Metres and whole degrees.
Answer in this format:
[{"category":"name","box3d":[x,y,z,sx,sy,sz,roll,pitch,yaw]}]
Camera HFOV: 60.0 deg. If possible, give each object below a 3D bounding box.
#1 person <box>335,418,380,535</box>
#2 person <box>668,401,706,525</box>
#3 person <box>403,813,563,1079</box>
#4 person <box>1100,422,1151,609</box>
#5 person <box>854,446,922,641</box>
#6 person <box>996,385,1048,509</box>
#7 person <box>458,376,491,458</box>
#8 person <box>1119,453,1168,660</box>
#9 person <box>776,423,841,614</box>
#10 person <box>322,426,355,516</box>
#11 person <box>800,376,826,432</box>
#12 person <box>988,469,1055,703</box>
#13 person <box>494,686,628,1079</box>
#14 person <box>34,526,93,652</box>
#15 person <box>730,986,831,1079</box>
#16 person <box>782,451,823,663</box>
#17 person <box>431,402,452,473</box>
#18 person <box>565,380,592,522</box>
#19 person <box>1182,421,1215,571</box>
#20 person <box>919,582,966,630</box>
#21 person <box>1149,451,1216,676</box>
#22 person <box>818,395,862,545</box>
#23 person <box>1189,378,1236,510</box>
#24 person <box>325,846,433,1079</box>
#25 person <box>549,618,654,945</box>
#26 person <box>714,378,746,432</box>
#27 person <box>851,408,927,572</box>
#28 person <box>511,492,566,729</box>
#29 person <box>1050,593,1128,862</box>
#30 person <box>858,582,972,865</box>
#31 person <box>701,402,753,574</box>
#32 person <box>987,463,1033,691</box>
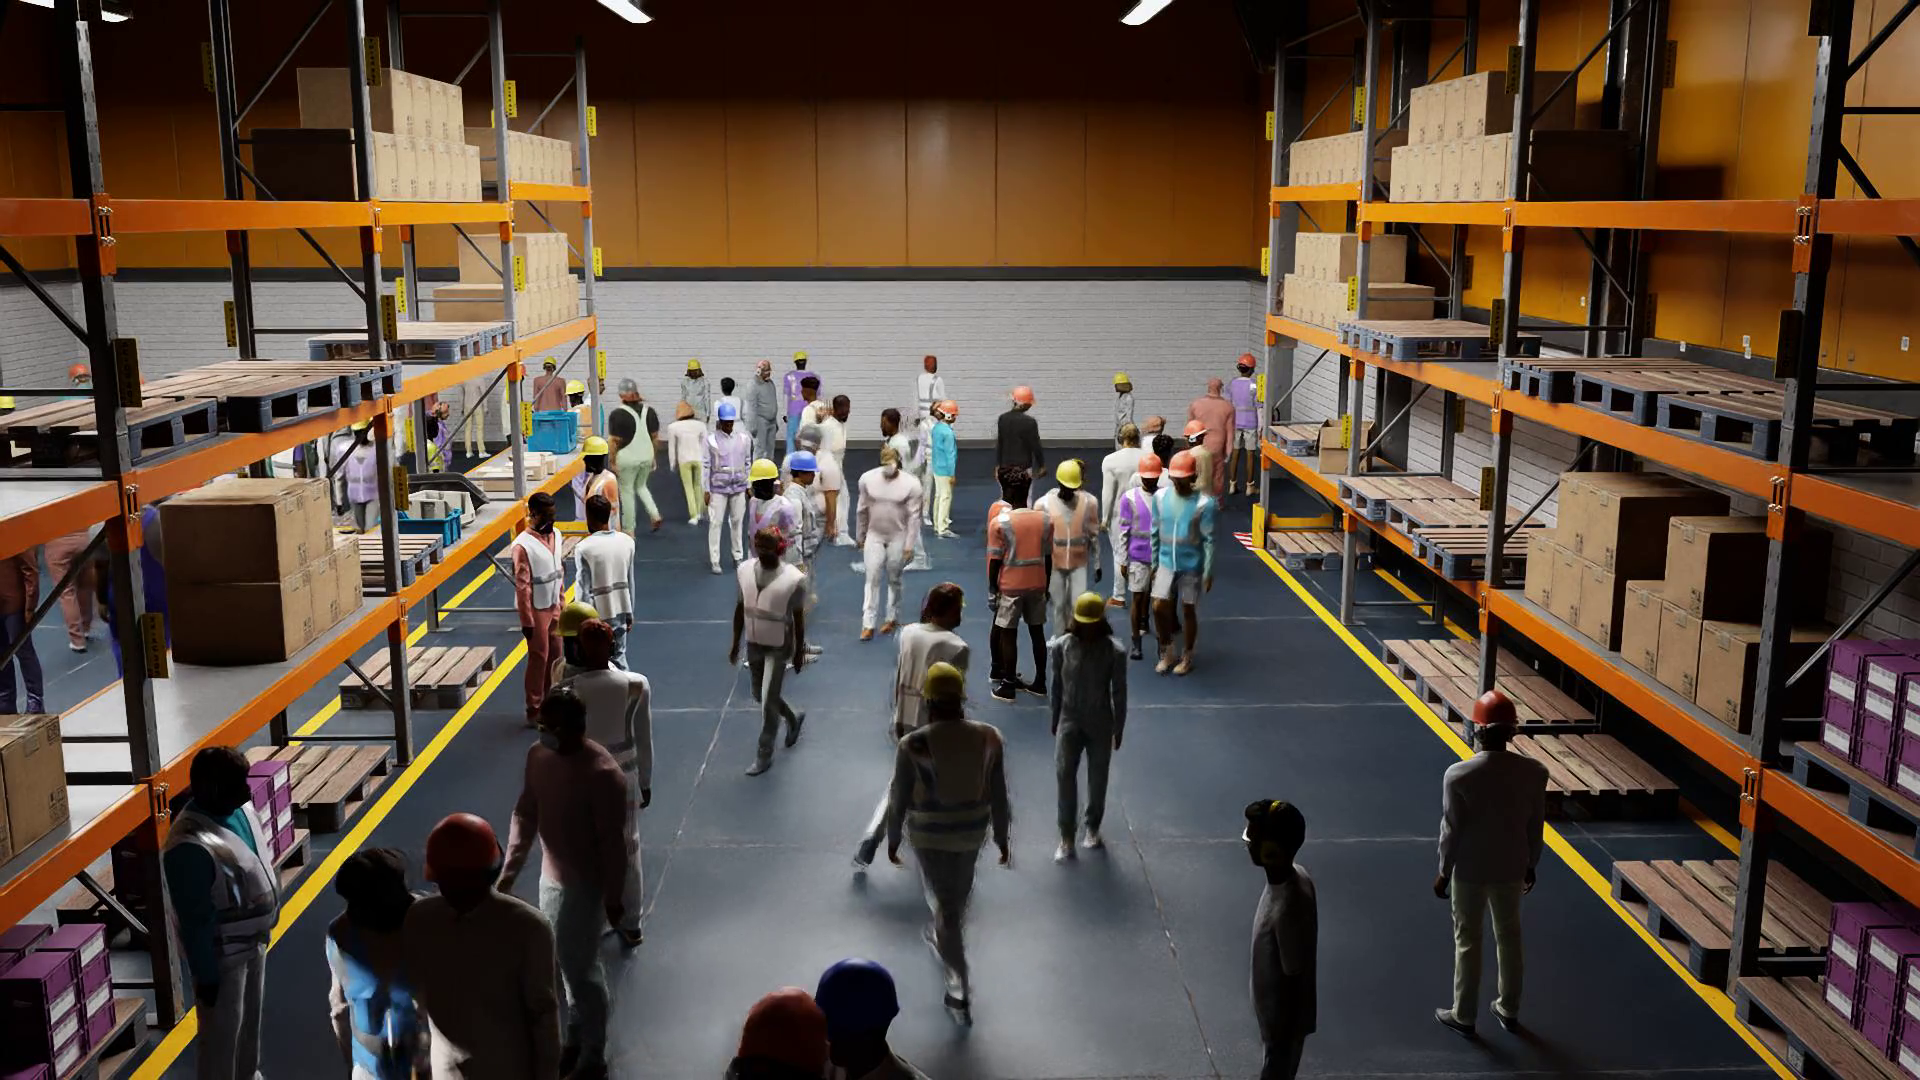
[{"category":"person","box3d":[-6.633,-0.513,18.583,0.604,1.896,0.935,-1,11,-6]},{"category":"person","box3d":[-3.555,-1.014,21.797,0.510,1.606,0.623,-5,12,-25]},{"category":"person","box3d":[-1.755,1.935,6.079,0.620,1.986,0.409,3,12,14]},{"category":"person","box3d":[1.739,-0.250,17.147,0.635,1.936,0.354,-4,12,-20]},{"category":"person","box3d":[-0.713,0.038,15.861,0.687,1.876,0.920,1,11,7]},{"category":"person","box3d":[0.760,-0.930,20.477,0.487,1.966,0.650,-10,15,-41]},{"category":"person","box3d":[-8.053,-2.176,27.570,0.504,1.631,0.279,3,12,14]},{"category":"person","box3d":[1.728,0.153,15.168,0.549,1.924,0.386,-1,11,-3]},{"category":"person","box3d":[-1.564,-0.238,16.826,0.724,2.000,0.537,10,15,41]},{"category":"person","box3d":[-8.324,-1.185,22.342,0.484,1.737,0.321,-11,16,-43]},{"category":"person","box3d":[-1.896,-1.156,21.656,0.394,1.956,0.606,3,12,16]},{"category":"person","box3d":[0.504,0.381,13.943,0.603,1.957,0.385,-6,13,-26]},{"category":"person","box3d":[-1.848,1.614,7.814,0.649,1.930,0.463,11,15,43]},{"category":"person","box3d":[-8.420,0.079,15.646,0.679,1.868,0.905,-10,15,-40]},{"category":"person","box3d":[-0.528,2.238,4.526,0.626,2.017,0.779,1,11,5]},{"category":"person","box3d":[-1.451,0.151,15.142,0.413,1.939,0.605,0,11,0]},{"category":"person","box3d":[-6.732,-0.977,21.570,0.312,1.632,0.527,-4,12,-17]},{"category":"person","box3d":[-4.913,-1.104,21.496,0.394,1.913,0.591,4,12,18]},{"category":"person","box3d":[2.649,-0.480,18.802,0.352,1.738,0.573,8,14,34]},{"category":"person","box3d":[-0.132,1.128,10.769,0.357,1.735,0.493,-3,12,-17]},{"category":"person","box3d":[1.923,0.222,14.555,0.633,2.021,0.628,7,13,30]},{"category":"person","box3d":[-1.624,-0.825,20.233,0.710,1.873,0.650,3,12,14]},{"category":"person","box3d":[3.391,-1.259,22.427,0.642,1.858,0.991,2,12,11]},{"category":"person","box3d":[-2.068,1.984,6.380,0.660,1.791,0.766,0,11,2]},{"category":"person","box3d":[-1.984,1.359,9.234,0.576,1.880,0.351,-5,12,-22]},{"category":"person","box3d":[-3.395,-1.542,24.304,0.535,1.655,0.818,-7,13,-32]},{"category":"person","box3d":[-0.811,-0.551,18.819,0.979,1.871,0.605,-2,11,-8]},{"category":"person","box3d":[-3.326,0.553,13.201,0.398,1.909,0.599,3,12,16]},{"category":"person","box3d":[0.798,1.181,10.517,0.504,1.712,0.726,2,12,11]},{"category":"person","box3d":[-0.269,1.177,10.323,0.610,1.804,0.739,11,16,44]},{"category":"person","box3d":[-2.624,-0.590,18.822,0.607,1.947,0.406,-6,13,-28]},{"category":"person","box3d":[0.421,0.311,14.259,0.362,1.965,0.611,-3,12,-15]}]
